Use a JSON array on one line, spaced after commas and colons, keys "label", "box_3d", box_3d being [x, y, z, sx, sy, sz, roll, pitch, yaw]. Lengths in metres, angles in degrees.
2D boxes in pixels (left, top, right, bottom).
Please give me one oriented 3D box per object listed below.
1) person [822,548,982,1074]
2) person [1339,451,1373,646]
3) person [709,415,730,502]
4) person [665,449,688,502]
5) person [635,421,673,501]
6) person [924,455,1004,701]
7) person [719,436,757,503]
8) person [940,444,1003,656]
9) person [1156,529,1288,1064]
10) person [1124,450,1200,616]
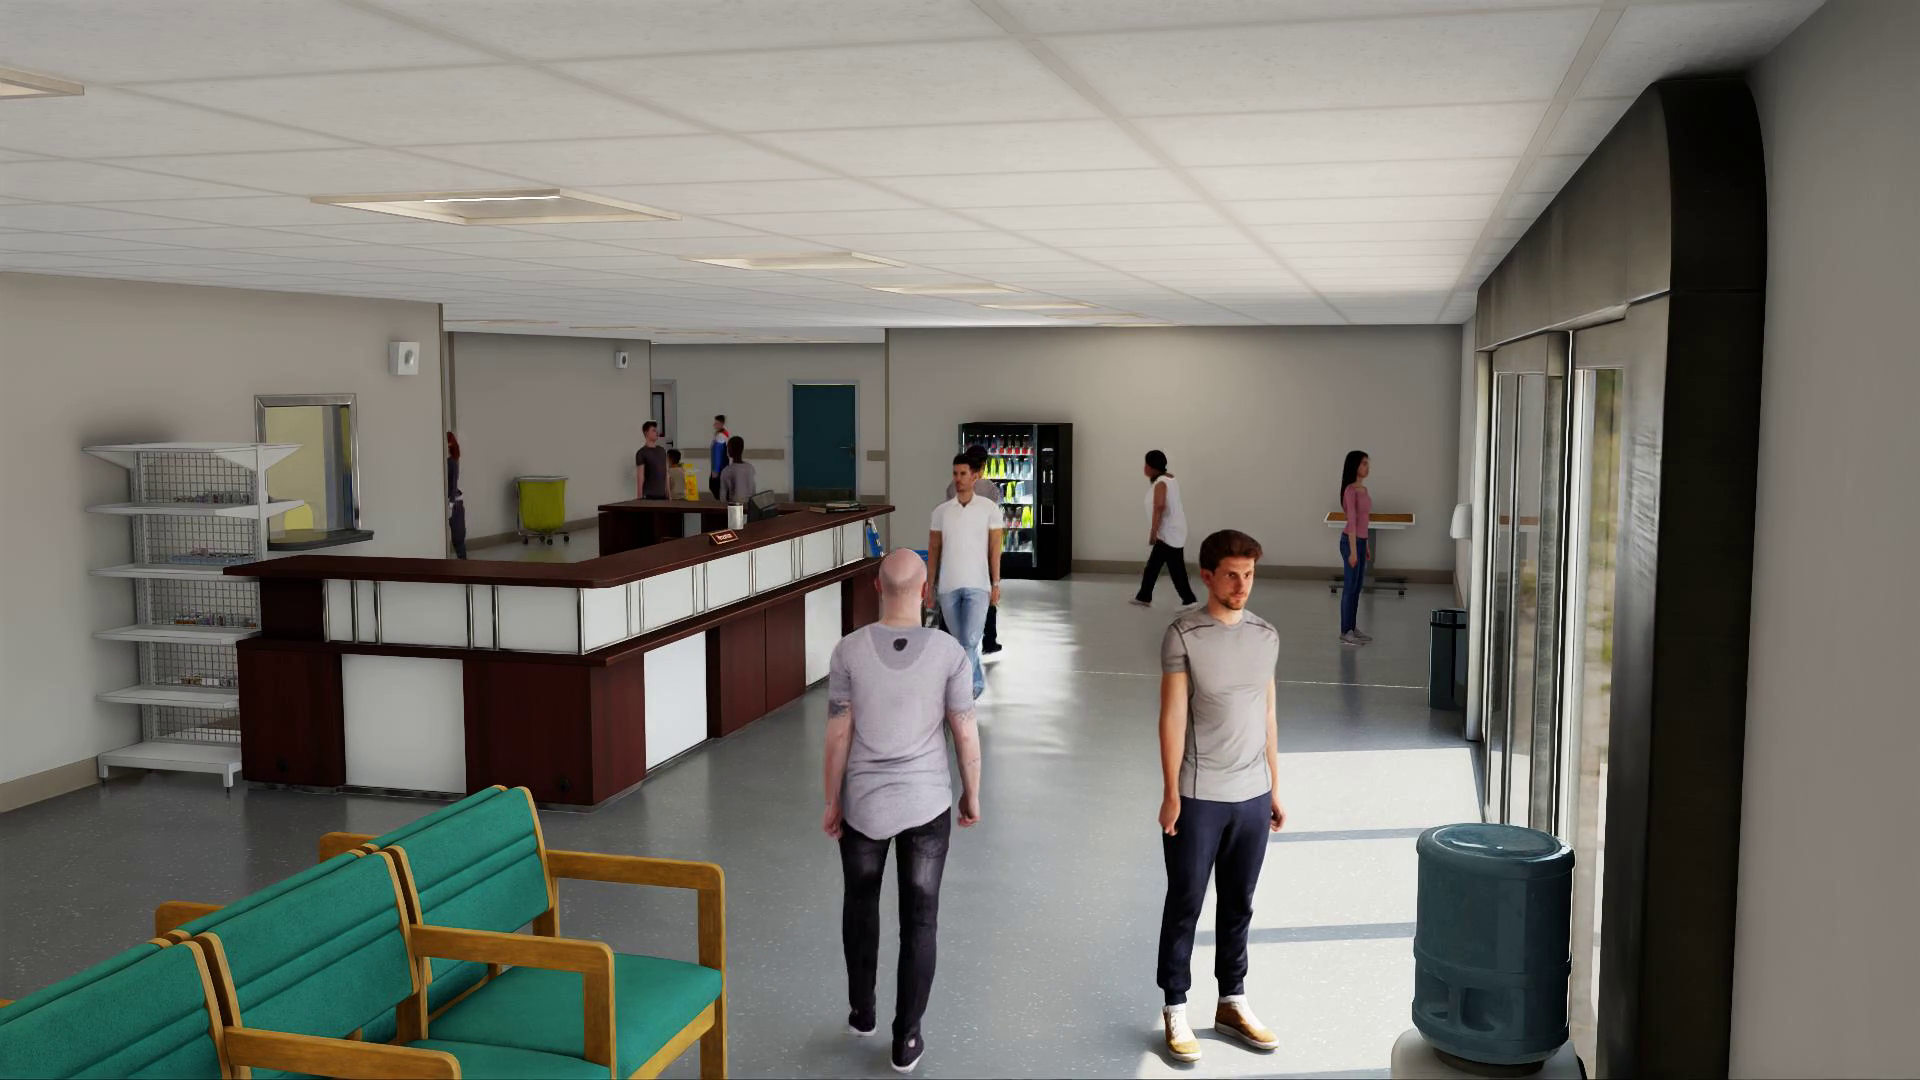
[{"label": "person", "box_3d": [-0.228, 0.949, 5.766, 0.701, 1.825, 0.836, 0, 6, 2]}, {"label": "person", "box_3d": [3.582, 0.054, 15.071, 0.604, 1.743, 0.624, 4, 7, 32]}, {"label": "person", "box_3d": [-3.953, -1.198, 27.578, 0.790, 1.730, 0.792, 0, 6, -4]}, {"label": "person", "box_3d": [-3.606, -0.429, 21.318, 0.578, 1.453, 0.585, 3, 6, 26]}, {"label": "person", "box_3d": [-3.796, -0.519, 20.312, 1.120, 1.833, 0.799, 3, 7, 29]}, {"label": "person", "box_3d": [0.062, 0.337, 11.889, 1.153, 1.817, 0.845, 2, 6, 22]}, {"label": "person", "box_3d": [-2.295, -0.190, 17.646, 1.129, 1.713, 0.949, 6, 8, 44]}, {"label": "person", "box_3d": [0.054, 0.136, 13.930, 1.118, 1.808, 0.839, 2, 6, 22]}, {"label": "person", "box_3d": [0.926, 0.894, 5.991, 0.701, 1.888, 0.798, -2, 6, -20]}, {"label": "person", "box_3d": [2.143, -0.063, 16.682, 0.978, 1.653, 0.653, 2, 6, 21]}]
